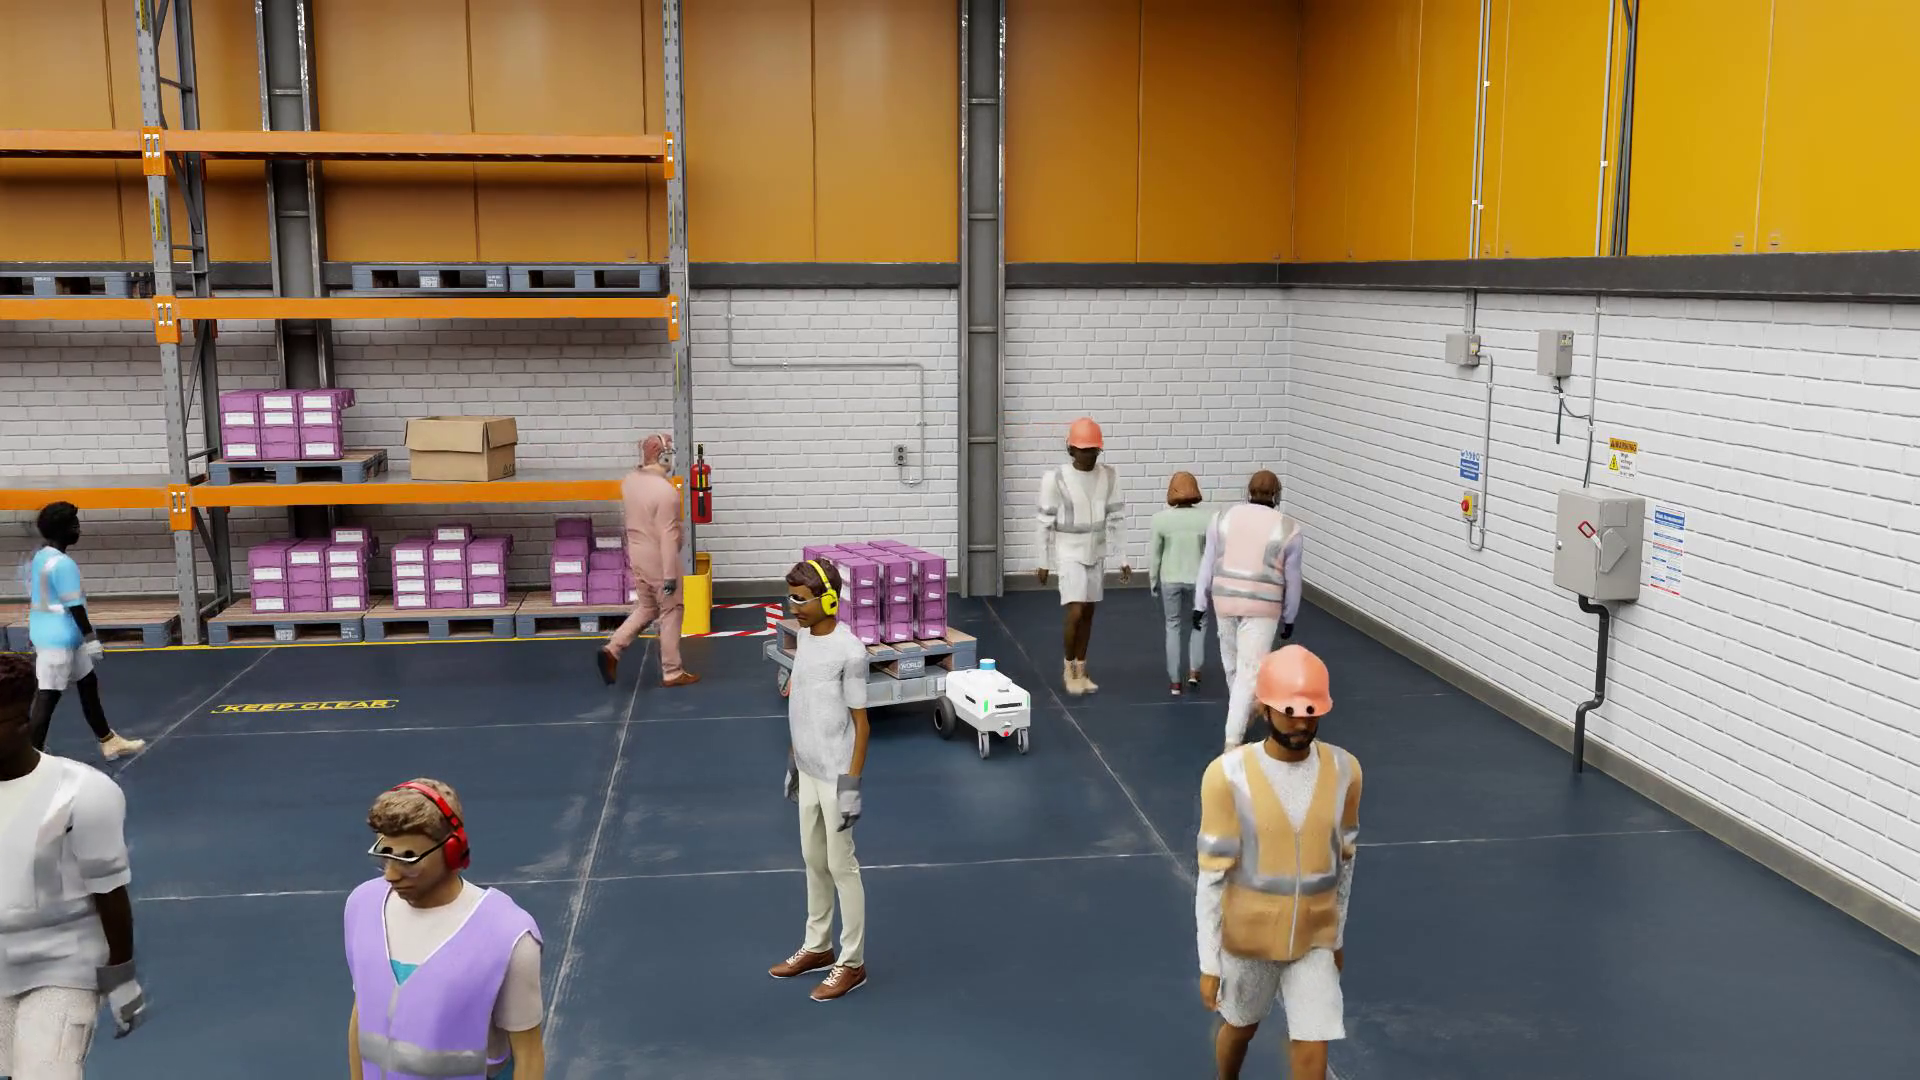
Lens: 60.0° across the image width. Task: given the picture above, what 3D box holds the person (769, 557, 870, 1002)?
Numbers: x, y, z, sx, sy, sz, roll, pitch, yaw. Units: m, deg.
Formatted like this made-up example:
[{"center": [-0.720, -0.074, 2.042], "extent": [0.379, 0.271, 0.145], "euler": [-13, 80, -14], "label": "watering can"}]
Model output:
[{"center": [-0.578, 0.992, 6.983], "extent": [0.328, 1.865, 0.520], "euler": [-7, 11, -37], "label": "person"}]

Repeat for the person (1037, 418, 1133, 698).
[{"center": [0.886, 0.130, 11.878], "extent": [0.635, 2.012, 0.561], "euler": [-5, 10, -26], "label": "person"}]

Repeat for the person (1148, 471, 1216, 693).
[{"center": [1.635, 0.302, 12.041], "extent": [0.546, 1.615, 0.394], "euler": [2, 9, 9], "label": "person"}]

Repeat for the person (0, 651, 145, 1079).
[{"center": [-2.774, 1.287, 4.874], "extent": [0.627, 1.942, 0.592], "euler": [2, 9, 14], "label": "person"}]

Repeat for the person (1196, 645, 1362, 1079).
[{"center": [1.013, 1.246, 5.353], "extent": [0.558, 1.893, 1.015], "euler": [-1, 9, -6], "label": "person"}]

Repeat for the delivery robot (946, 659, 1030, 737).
[{"center": [0.176, 1.007, 10.664], "extent": [0.477, 0.478, 0.707], "euler": [-3, 10, -21], "label": "delivery robot"}]

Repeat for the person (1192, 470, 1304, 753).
[{"center": [1.874, 0.450, 10.636], "extent": [0.667, 1.783, 0.986], "euler": [5, 11, 31], "label": "person"}]

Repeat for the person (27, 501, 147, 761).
[{"center": [-5.327, 0.595, 10.060], "extent": [0.798, 1.663, 0.538], "euler": [-7, 11, -36], "label": "person"}]

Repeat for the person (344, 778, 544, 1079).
[{"center": [-1.263, 1.467, 4.098], "extent": [0.564, 1.838, 0.390], "euler": [4, 10, 22], "label": "person"}]

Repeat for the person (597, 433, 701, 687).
[{"center": [-2.252, 0.166, 12.060], "extent": [0.676, 1.888, 0.664], "euler": [-8, 12, -41], "label": "person"}]
